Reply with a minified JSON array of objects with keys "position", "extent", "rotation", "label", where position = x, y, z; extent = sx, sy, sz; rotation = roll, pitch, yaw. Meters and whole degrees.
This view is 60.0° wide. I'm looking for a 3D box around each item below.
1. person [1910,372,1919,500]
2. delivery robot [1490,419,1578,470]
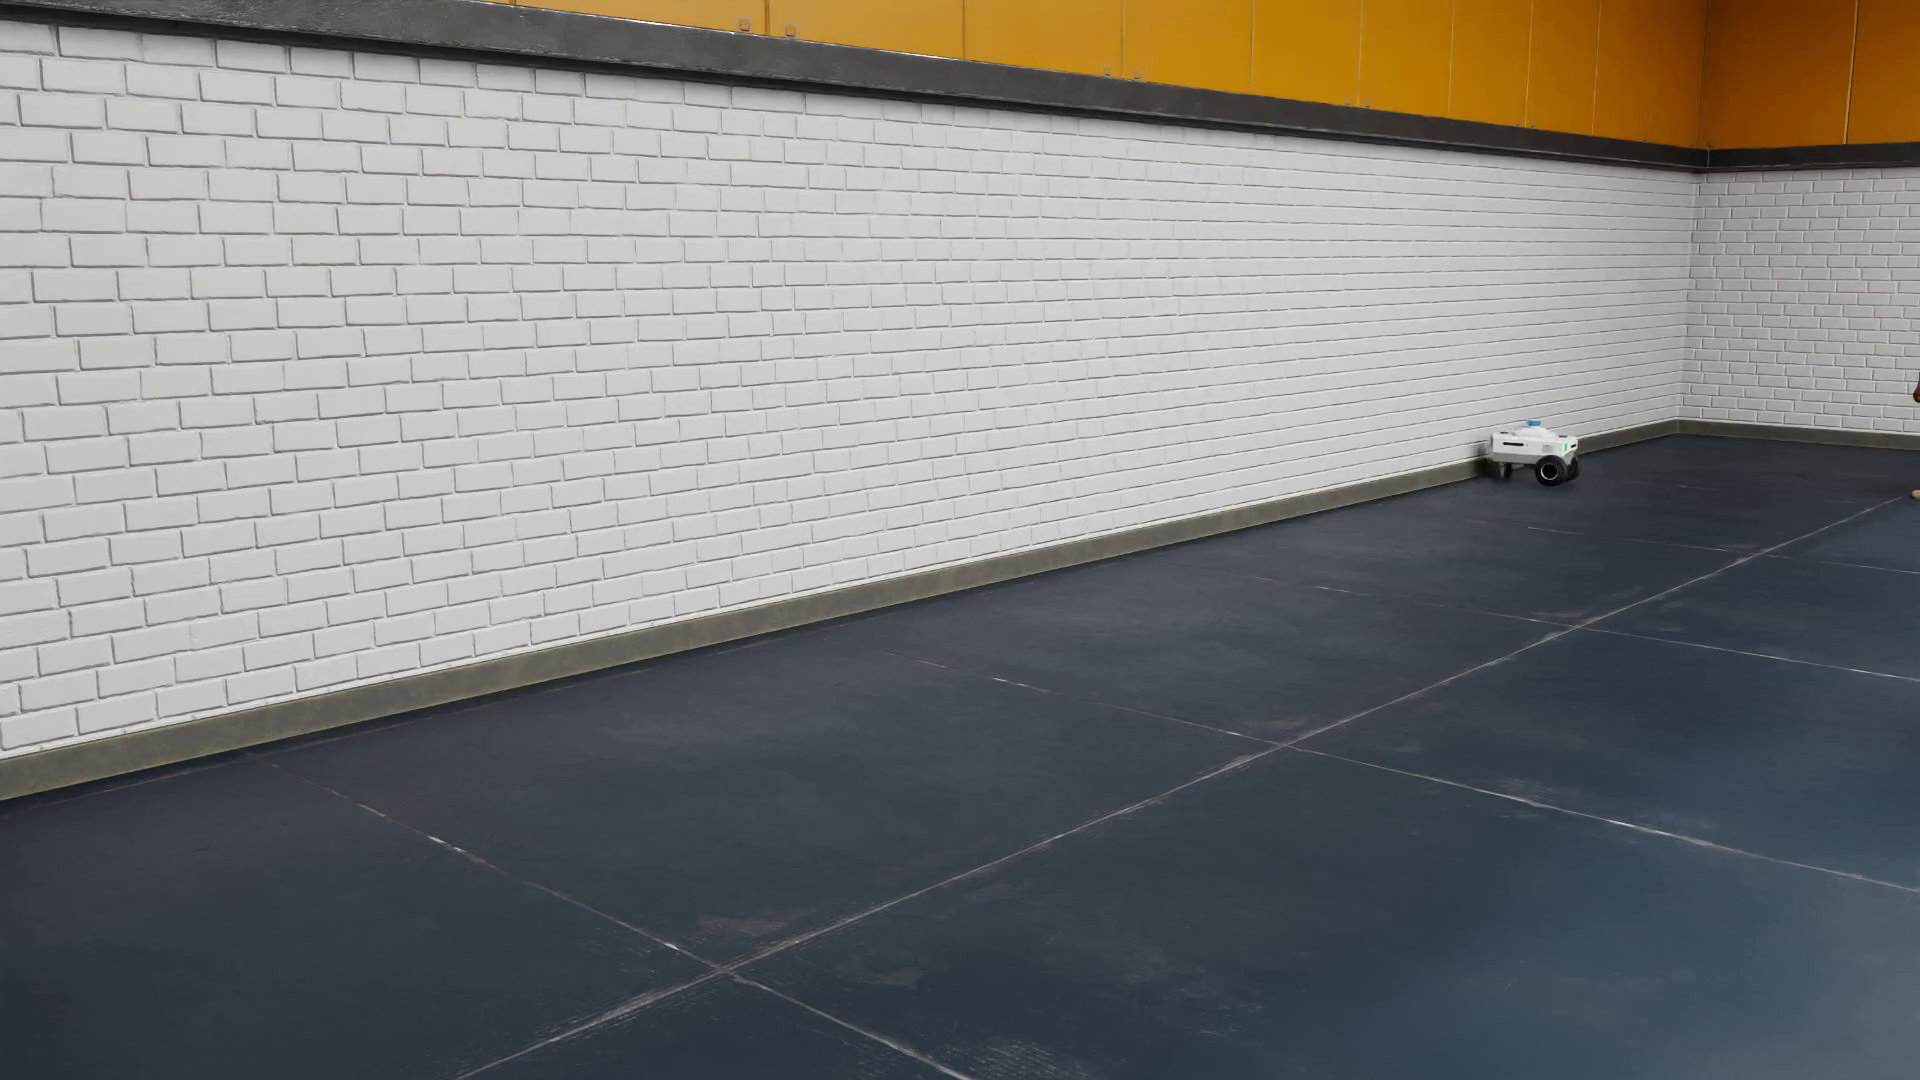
[{"position":[8.106,-1.323,13.605],"extent":[0.609,2.044,0.396],"rotation":[-1,10,-3],"label":"person"},{"position":[5.084,-0.829,14.760],"extent":[0.707,0.478,0.477],"rotation":[7,12,35],"label":"delivery robot"}]
